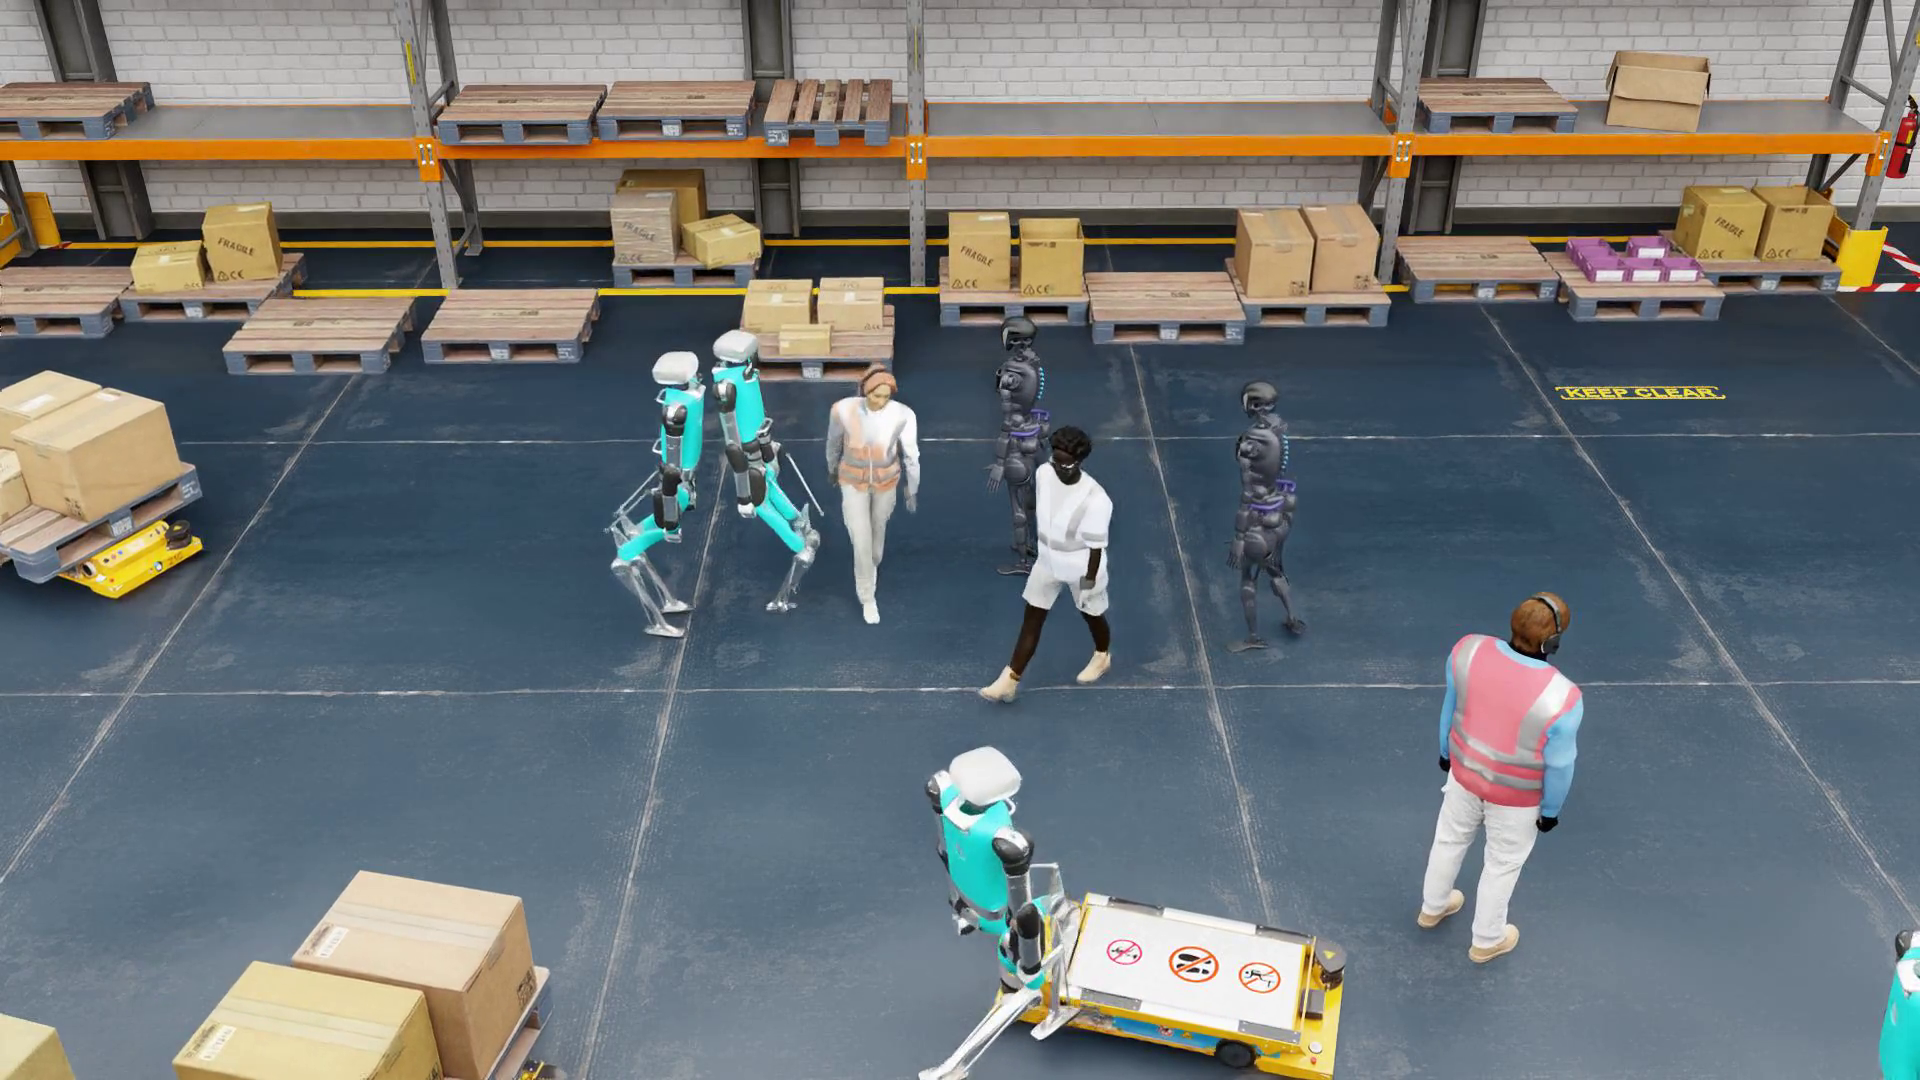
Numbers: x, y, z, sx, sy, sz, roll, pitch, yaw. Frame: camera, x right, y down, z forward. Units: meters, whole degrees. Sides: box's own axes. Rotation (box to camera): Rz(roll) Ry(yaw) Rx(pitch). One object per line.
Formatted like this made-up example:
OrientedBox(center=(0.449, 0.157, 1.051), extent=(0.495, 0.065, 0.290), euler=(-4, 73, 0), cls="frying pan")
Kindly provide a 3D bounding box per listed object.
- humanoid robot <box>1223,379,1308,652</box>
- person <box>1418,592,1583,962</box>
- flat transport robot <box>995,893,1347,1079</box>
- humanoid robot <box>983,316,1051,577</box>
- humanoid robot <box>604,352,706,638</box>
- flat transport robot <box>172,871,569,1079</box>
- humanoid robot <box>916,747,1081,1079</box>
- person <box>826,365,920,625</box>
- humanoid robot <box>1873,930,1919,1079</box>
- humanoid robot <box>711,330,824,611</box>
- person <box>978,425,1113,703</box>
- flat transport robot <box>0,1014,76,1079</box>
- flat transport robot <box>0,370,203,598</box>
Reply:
OrientedBox(center=(1.738, -0.107, 9.230), extent=(0.490, 1.645, 0.616), euler=(18, 36, 28), cls="humanoid robot")
OrientedBox(center=(2.342, 1.019, 7.203), extent=(0.431, 1.836, 0.629), euler=(-24, 38, -34), cls="person")
OrientedBox(center=(0.924, 1.912, 7.228), extent=(1.431, 0.231, 0.659), euler=(8, 32, 13), cls="flat transport robot")
OrientedBox(center=(0.355, -0.562, 9.966), extent=(0.315, 1.657, 0.599), euler=(12, 33, 19), cls="humanoid robot")
OrientedBox(center=(-1.743, -0.244, 9.344), extent=(0.736, 1.736, 0.533), euler=(2, 31, 4), cls="humanoid robot")
OrientedBox(center=(-2.308, 2.290, 6.598), extent=(1.431, 0.231, 0.659), euler=(7, 32, 11), cls="flat transport robot")
OrientedBox(center=(0.266, 1.453, 6.571), extent=(1.020, 1.721, 0.548), euler=(-23, 38, -33), cls="humanoid robot")
OrientedBox(center=(-0.502, -0.310, 9.637), extent=(0.522, 1.581, 0.794), euler=(-4, 31, -6), cls="person")
OrientedBox(center=(3.342, 2.017, 5.617), extent=(1.003, 1.731, 0.541), euler=(7, 32, 12), cls="humanoid robot")
OrientedBox(center=(-1.040, -0.329, 9.561), extent=(0.670, 1.803, 0.530), euler=(5, 31, 9), cls="humanoid robot")
OrientedBox(center=(0.527, 0.152, 8.809), extent=(0.876, 1.647, 0.537), euler=(-26, 40, -36), cls="person")
OrientedBox(center=(-3.859, 2.625, 6.042), extent=(1.431, 0.231, 0.659), euler=(8, 32, 14), cls="flat transport robot")
OrientedBox(center=(-5.545, -0.027, 10.456), extent=(1.431, 0.231, 0.659), euler=(15, 34, 23), cls="flat transport robot")
